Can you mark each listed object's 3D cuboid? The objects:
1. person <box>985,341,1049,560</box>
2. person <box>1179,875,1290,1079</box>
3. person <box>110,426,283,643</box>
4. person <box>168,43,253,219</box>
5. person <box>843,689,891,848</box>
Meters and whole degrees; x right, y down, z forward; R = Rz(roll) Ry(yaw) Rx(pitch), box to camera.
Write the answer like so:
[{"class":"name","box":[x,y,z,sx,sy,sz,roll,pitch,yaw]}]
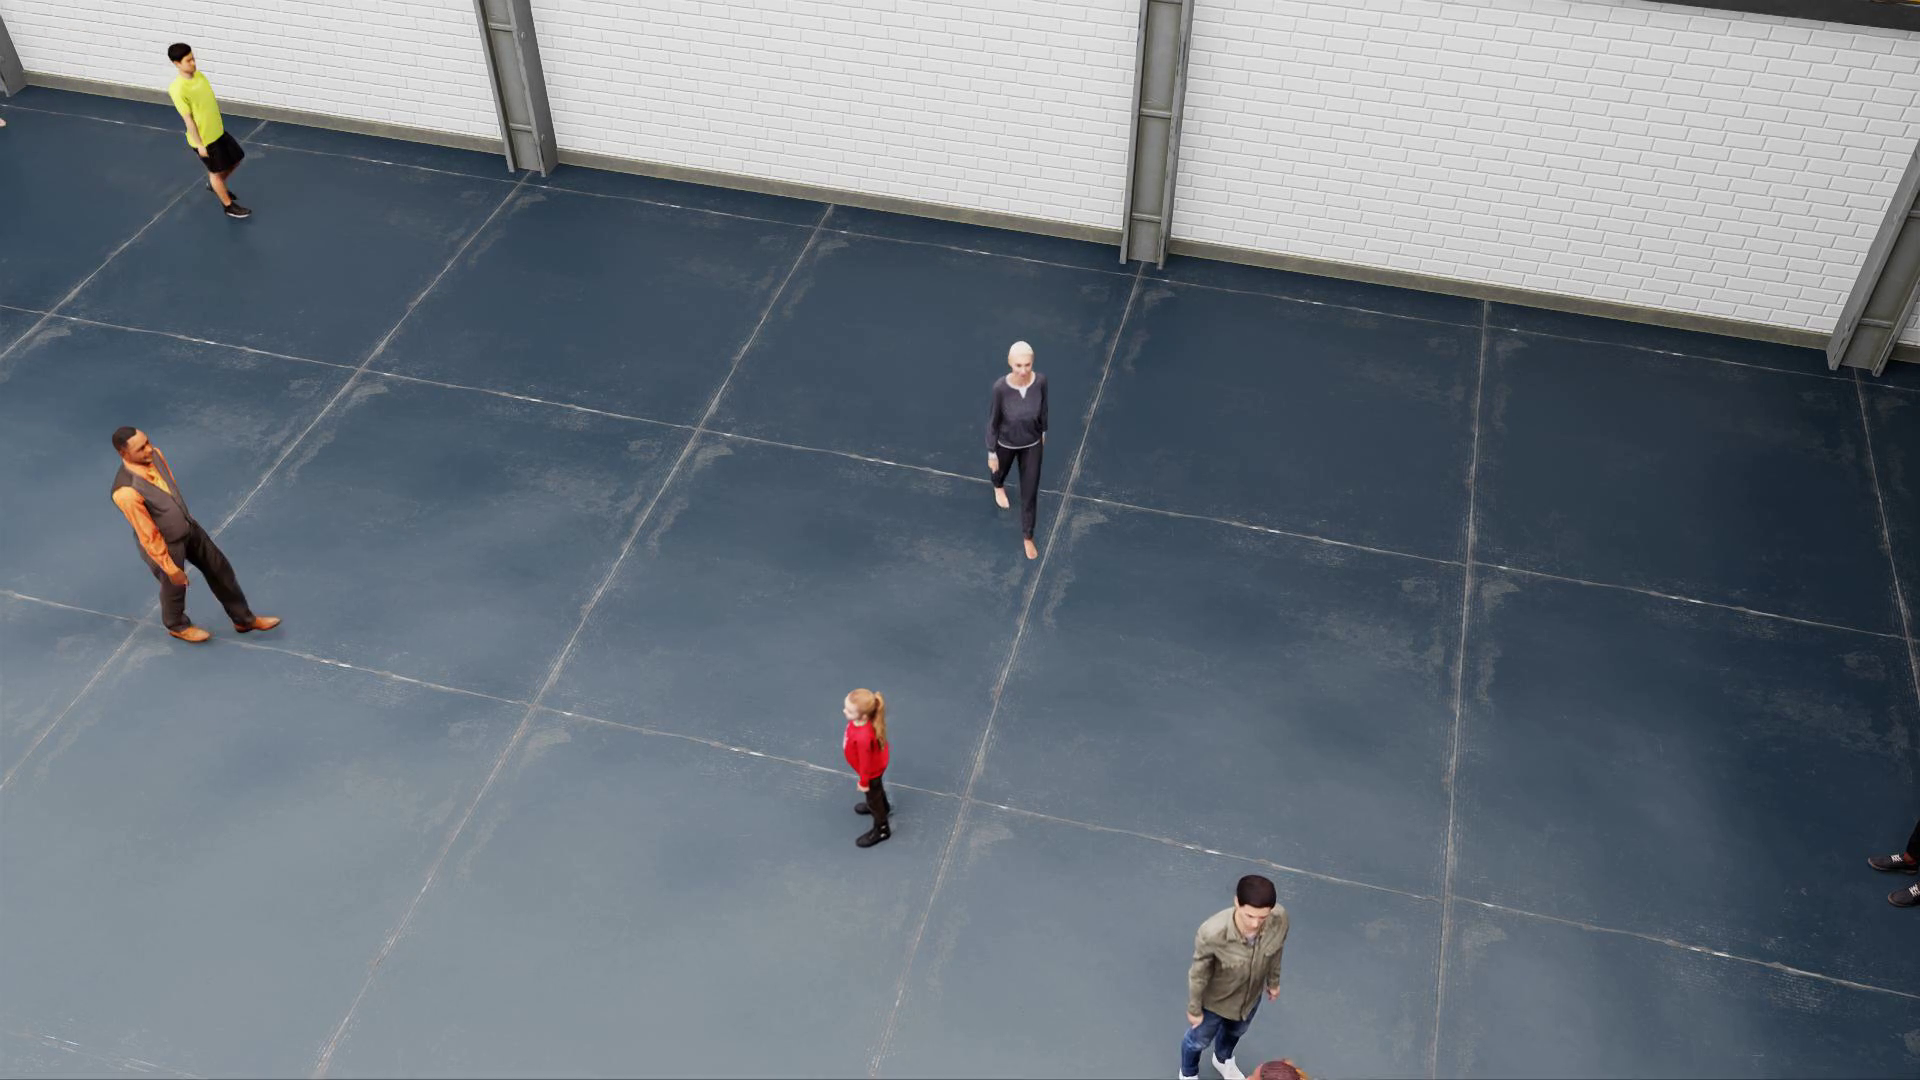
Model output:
[{"class":"person","box":[0.386,-0.775,11.913,1.111,1.690,0.999,-7,44,-8]},{"class":"person","box":[1.380,2.297,8.559,0.751,1.868,0.854,-14,45,-14]},{"class":"person","box":[-5.316,-0.007,10.970,1.065,1.880,0.796,5,44,5]},{"class":"person","box":[-6.838,-3.666,14.945,0.701,1.695,0.627,9,44,9]},{"class":"person","box":[-0.549,1.333,10.000,0.573,1.278,0.563,-4,44,-4]}]
